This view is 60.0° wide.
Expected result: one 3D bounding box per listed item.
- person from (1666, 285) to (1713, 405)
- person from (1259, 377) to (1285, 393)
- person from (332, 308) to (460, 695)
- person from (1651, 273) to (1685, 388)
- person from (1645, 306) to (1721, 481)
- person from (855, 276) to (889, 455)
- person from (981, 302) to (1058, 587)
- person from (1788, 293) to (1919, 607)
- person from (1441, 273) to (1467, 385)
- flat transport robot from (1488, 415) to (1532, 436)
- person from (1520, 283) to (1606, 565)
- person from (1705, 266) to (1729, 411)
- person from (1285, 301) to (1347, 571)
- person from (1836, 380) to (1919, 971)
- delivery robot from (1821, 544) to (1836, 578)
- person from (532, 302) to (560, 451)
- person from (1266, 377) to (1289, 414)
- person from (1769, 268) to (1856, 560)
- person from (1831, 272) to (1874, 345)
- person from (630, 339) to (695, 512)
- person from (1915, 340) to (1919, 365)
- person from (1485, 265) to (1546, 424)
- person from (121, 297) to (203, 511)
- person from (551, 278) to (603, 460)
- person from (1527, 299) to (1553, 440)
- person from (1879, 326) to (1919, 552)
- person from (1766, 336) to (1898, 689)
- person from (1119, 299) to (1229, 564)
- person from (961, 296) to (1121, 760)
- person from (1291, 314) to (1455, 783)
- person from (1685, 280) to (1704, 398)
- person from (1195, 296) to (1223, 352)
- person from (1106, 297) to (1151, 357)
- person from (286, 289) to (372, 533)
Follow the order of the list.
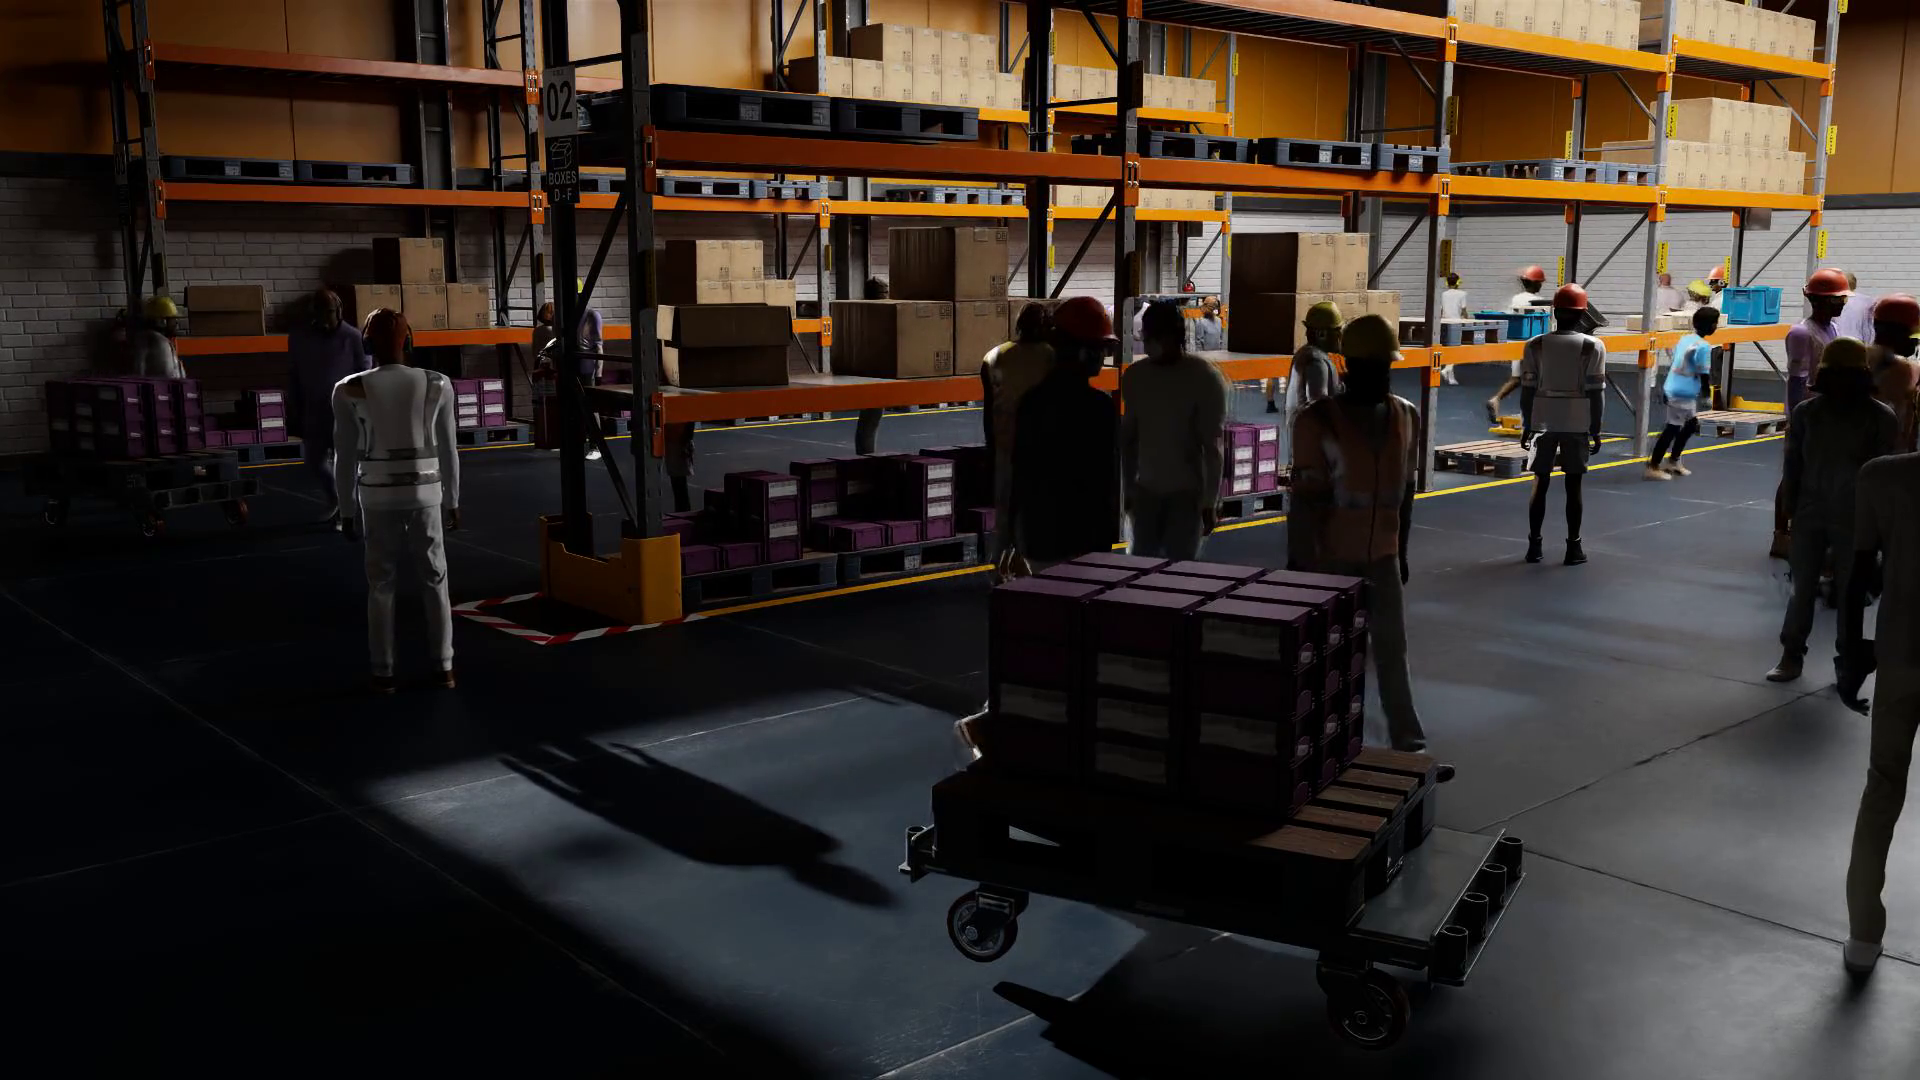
[{"bbox_3d":[10.418,-2.731,23.473,0.925,1.713,0.547,-1,10,-8],"label":"person"},{"bbox_3d":[4.882,-3.285,25.903,0.612,1.994,0.394,2,10,14],"label":"person"},{"bbox_3d":[-2.726,-0.182,8.089,0.580,1.879,0.346,-4,11,-24],"label":"person"},{"bbox_3d":[11.484,-3.413,27.057,0.790,1.871,0.501,-1,10,-9],"label":"person"},{"bbox_3d":[6.760,-1.354,15.569,0.596,1.651,0.521,2,10,10],"label":"person"},{"bbox_3d":[-0.808,-1.464,15.410,0.376,1.940,0.629,-1,10,-9],"label":"person"},{"bbox_3d":[0.450,-0.586,10.583,0.620,1.836,0.429,3,10,18],"label":"person"},{"bbox_3d":[5.428,-0.525,10.007,0.562,1.908,0.576,-2,10,-12],"label":"person"},{"bbox_3d":[8.041,-3.431,27.173,0.631,1.847,0.815,8,13,40],"label":"person"},{"bbox_3d":[6.987,-1.388,19.838,1.431,0.197,0.652,-8,13,-40],"label":"flat transport robot"},{"bbox_3d":[4.152,-0.793,11.485,0.552,1.936,0.358,5,11,27],"label":"person"},{"bbox_3d":[9.799,-2.537,21.524,0.395,1.993,0.616,2,10,13],"label":"person"},{"bbox_3d":[2.358,-0.658,10.999,0.403,1.830,0.599,0,10,1],"label":"person"},{"bbox_3d":[2.847,0.372,4.847,0.526,1.876,0.324,9,13,42],"label":"person"},{"bbox_3d":[5.619,-0.013,10.684,0.477,0.478,0.707,3,10,16],"label":"delivery robot"},{"bbox_3d":[-4.489,-1.783,18.202,0.492,1.625,0.284,8,13,40],"label":"person"},{"bbox_3d":[4.371,-2.667,22.459,0.551,1.934,0.372,7,12,36],"label":"person"},{"bbox_3d":[5.996,-0.875,11.654,0.613,2.041,0.393,-8,13,-41],"label":"person"},{"bbox_3d":[11.390,-2.488,21.447,0.638,1.921,0.483,3,10,15],"label":"person"},{"bbox_3d":[-2.096,-0.714,11.716,0.540,1.697,0.317,4,10,20],"label":"person"},{"bbox_3d":[13.421,-2.601,22.951,0.315,1.636,0.514,-5,11,-29],"label":"person"},{"bbox_3d":[6.934,-2.371,20.505,0.786,2.024,0.608,-4,11,-23],"label":"person"},{"bbox_3d":[-6.680,-1.150,14.032,0.936,1.778,0.615,-6,11,-32],"label":"person"},{"bbox_3d":[-3.999,-1.783,17.345,0.588,1.918,0.397,3,10,18],"label":"person"},{"bbox_3d":[6.744,-1.939,19.087,0.312,1.634,0.516,-4,11,-23],"label":"person"},{"bbox_3d":[6.124,-0.615,10.972,0.518,1.756,0.348,-4,10,-22],"label":"person"},{"bbox_3d":[4.290,-0.130,8.177,0.492,1.740,0.325,9,13,41],"label":"person"},{"bbox_3d":[1.046,-0.233,8.260,0.668,1.919,0.423,9,13,42],"label":"person"},{"bbox_3d":[0.326,0.020,6.620,0.731,1.973,0.645,-5,11,-28],"label":"person"},{"bbox_3d":[1.635,0.052,6.666,0.616,1.882,0.955,-3,10,-17],"label":"person"},{"bbox_3d":[11.058,-3.034,25.104,0.307,1.770,0.525,2,10,11],"label":"person"},{"bbox_3d":[3.169,-2.280,21.112,0.299,1.623,0.503,9,13,44],"label":"person"},{"bbox_3d":[1.932,-2.006,18.696,0.595,1.910,0.412,4,10,21],"label":"person"},{"bbox_3d":[-4.856,-1.010,12.946,0.668,1.876,0.618,0,10,2],"label":"person"}]
